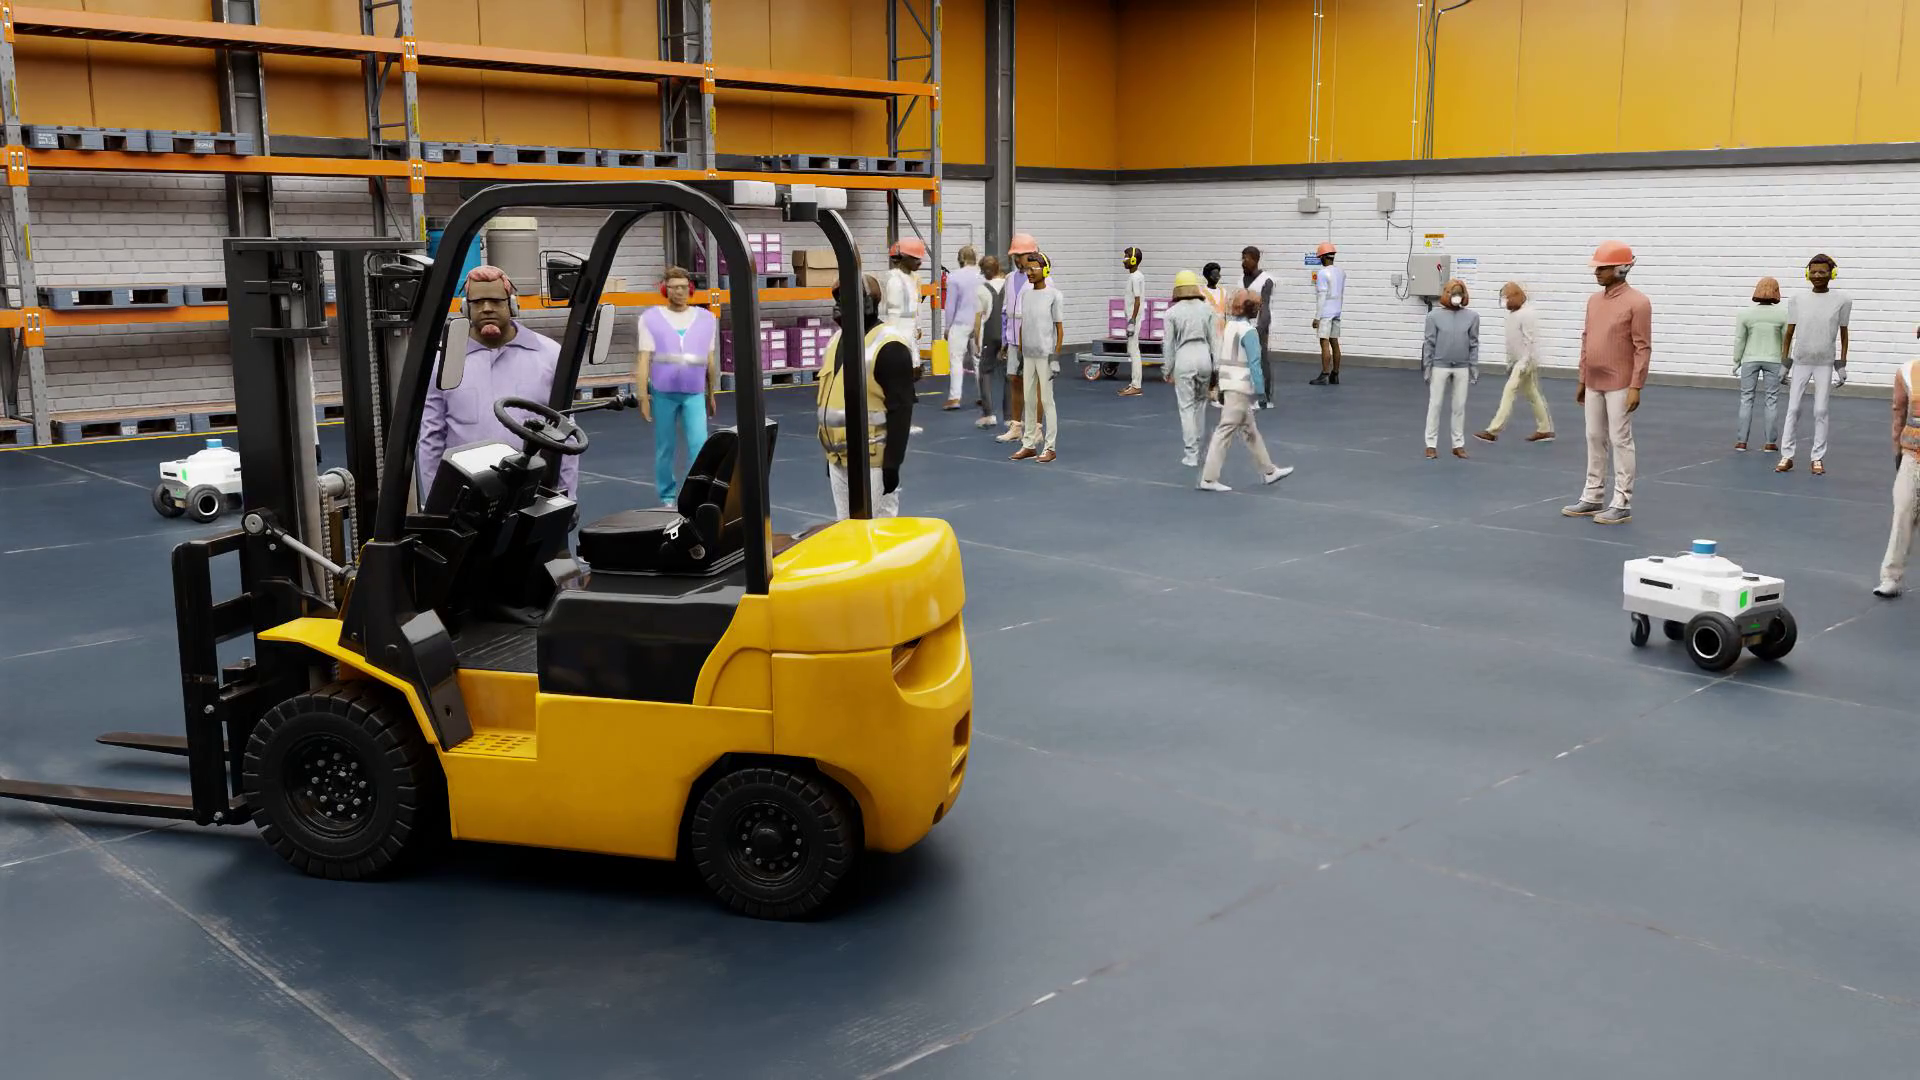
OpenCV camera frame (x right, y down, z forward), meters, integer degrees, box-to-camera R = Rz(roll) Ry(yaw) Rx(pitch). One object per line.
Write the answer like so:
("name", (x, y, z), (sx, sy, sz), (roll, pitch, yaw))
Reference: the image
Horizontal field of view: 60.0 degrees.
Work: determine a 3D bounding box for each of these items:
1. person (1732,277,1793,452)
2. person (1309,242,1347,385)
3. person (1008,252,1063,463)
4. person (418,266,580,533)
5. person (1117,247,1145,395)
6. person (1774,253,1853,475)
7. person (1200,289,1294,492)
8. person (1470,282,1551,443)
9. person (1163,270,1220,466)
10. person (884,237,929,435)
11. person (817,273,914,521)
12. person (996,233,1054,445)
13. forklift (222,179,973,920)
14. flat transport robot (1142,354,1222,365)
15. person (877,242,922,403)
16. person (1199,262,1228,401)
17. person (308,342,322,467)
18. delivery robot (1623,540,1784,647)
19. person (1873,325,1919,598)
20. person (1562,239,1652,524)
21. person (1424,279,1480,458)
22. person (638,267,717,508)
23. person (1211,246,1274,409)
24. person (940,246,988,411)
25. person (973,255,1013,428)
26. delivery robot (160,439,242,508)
("person", (7.517, -1.641, 15.600), (0.498, 1.634, 0.279), (6, 12, 28))
("person", (4.964, -3.057, 22.524), (0.542, 1.928, 0.375), (-9, 14, -41))
("person", (0.689, -1.624, 14.881), (0.508, 1.867, 0.329), (10, 14, 42))
("person", (-1.924, -0.190, 6.986), (0.647, 1.901, 0.402), (-3, 11, -16))
("person", (2.179, -2.769, 21.110), (0.328, 1.872, 0.513), (1, 10, 4))
("person", (7.250, -1.487, 14.121), (0.518, 1.870, 0.323), (7, 12, 32))
("person", (2.289, -1.176, 13.167), (0.860, 1.592, 0.551), (-2, 11, -9))
("person", (5.400, -1.712, 16.179), (0.941, 1.553, 0.513), (-1, 10, -4))
("person", (2.036, -1.536, 14.813), (0.504, 1.703, 0.752), (-2, 11, -10))
("person", (-0.603, -2.048, 16.804), (0.627, 2.003, 0.661), (3, 11, 15))
("person", (-0.495, -0.412, 8.336), (0.429, 1.843, 0.627), (-7, 13, -35))
("person", (0.617, -1.931, 16.069), (0.605, 2.043, 0.376), (10, 14, 43))
("forklift", (-1.114, -0.058, 5.440), (2.313, 2.155, 1.214), (2, 11, 13))
("flat transport robot", (3.517, -2.776, 25.514), (1.431, 0.197, 0.652), (10, 14, 43))
("person", (-0.729, -2.608, 20.051), (0.551, 1.933, 0.365), (1, 10, 4))
("person", (3.037, -2.509, 20.164), (0.542, 1.695, 0.316), (-6, 12, -31))
("person", (-3.716, -0.611, 9.179), (0.594, 1.928, 0.364), (8, 13, 38))
("delivery robot", (3.567, 0.243, 8.018), (0.477, 0.478, 0.707), (-6, 12, -30))
("person", (5.491, -0.468, 9.348), (0.883, 1.588, 0.512), (-10, 14, -42))
("person", (4.575, -1.112, 11.738), (0.395, 1.990, 0.619), (-3, 11, -18))
("person", (4.461, -1.552, 15.120), (0.499, 1.633, 0.283), (0, 10, 0))
("person", (-1.979, -1.019, 11.779), (0.582, 1.793, 0.939), (-4, 11, -19))
("person", (3.309, -2.441, 19.291), (0.850, 1.889, 0.596), (-7, 12, -32))
("person", (0.092, -2.462, 19.384), (0.756, 1.907, 0.521), (-8, 13, -36))
("person", (0.407, -2.056, 17.403), (0.598, 1.814, 0.420), (-1, 10, -3))
("delivery robot", (-5.353, -0.484, 11.983), (0.477, 0.478, 0.707), (7, 13, 35))
